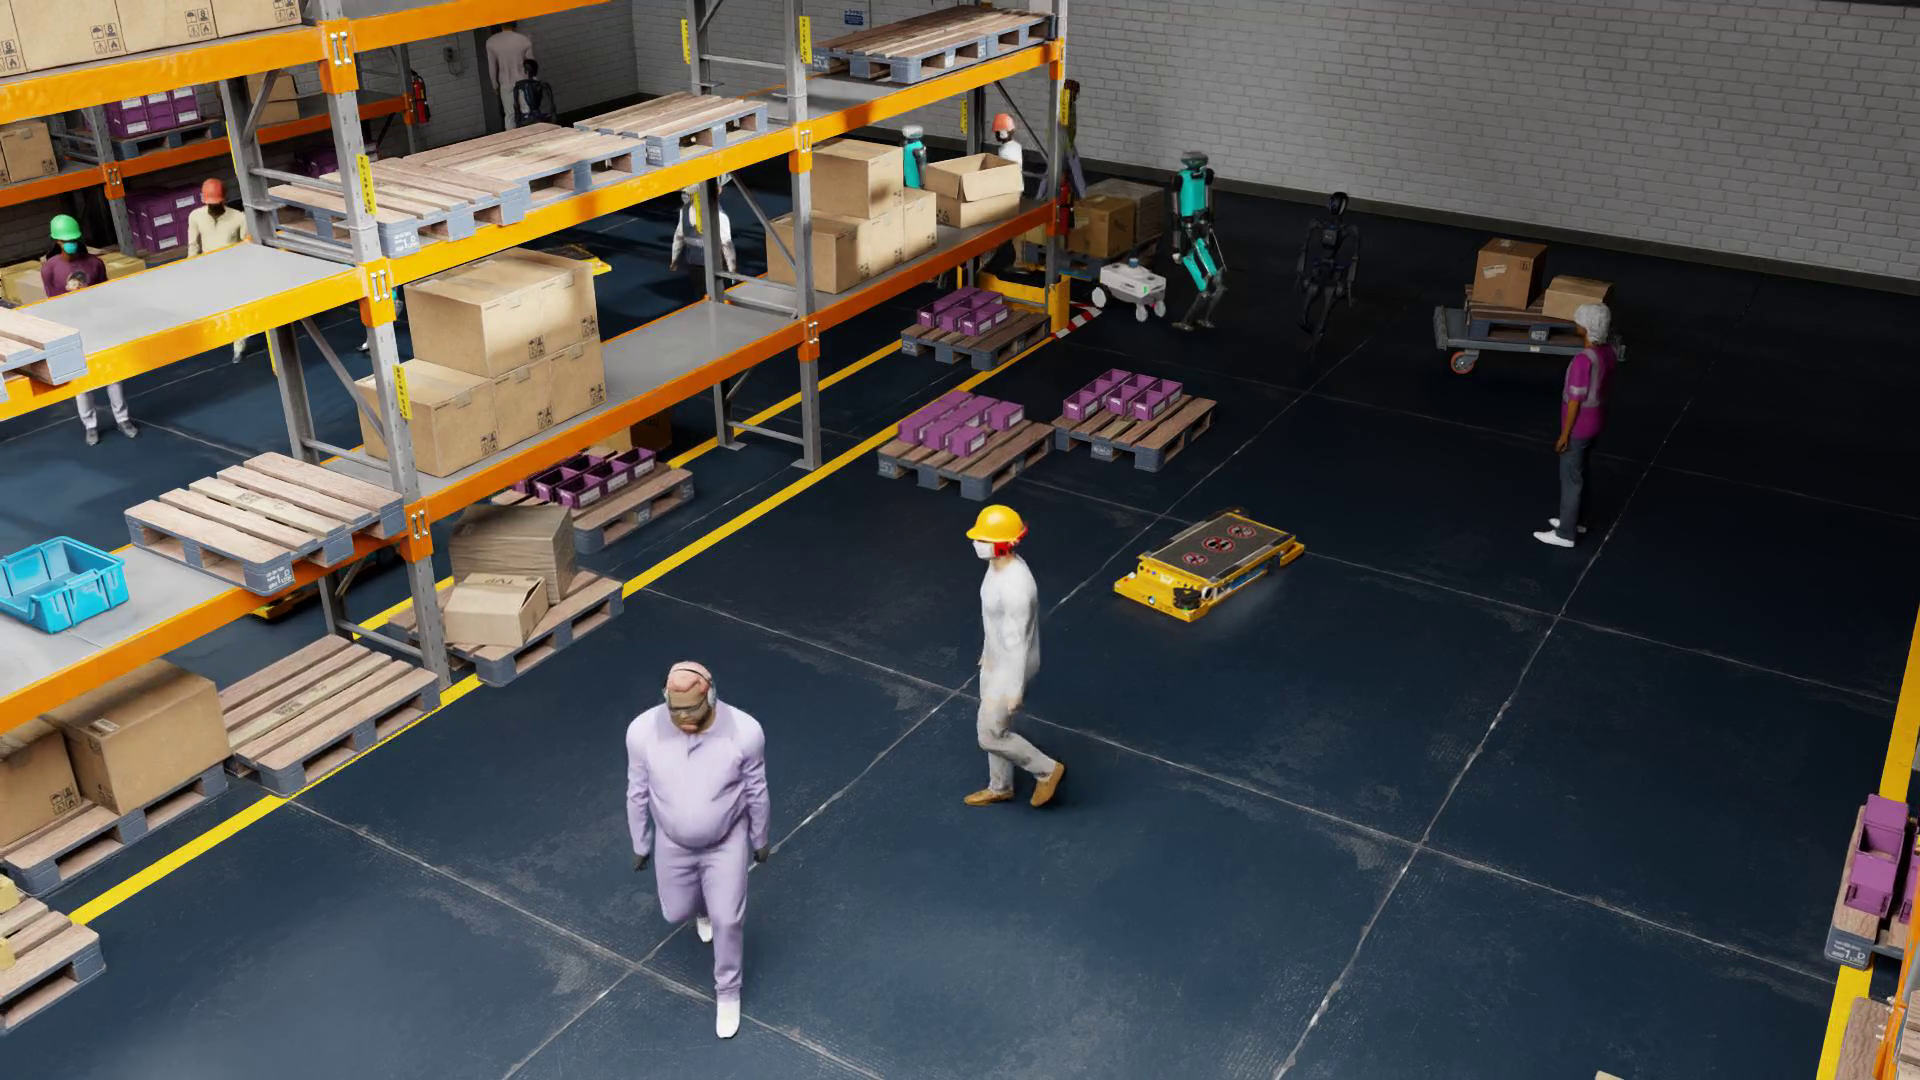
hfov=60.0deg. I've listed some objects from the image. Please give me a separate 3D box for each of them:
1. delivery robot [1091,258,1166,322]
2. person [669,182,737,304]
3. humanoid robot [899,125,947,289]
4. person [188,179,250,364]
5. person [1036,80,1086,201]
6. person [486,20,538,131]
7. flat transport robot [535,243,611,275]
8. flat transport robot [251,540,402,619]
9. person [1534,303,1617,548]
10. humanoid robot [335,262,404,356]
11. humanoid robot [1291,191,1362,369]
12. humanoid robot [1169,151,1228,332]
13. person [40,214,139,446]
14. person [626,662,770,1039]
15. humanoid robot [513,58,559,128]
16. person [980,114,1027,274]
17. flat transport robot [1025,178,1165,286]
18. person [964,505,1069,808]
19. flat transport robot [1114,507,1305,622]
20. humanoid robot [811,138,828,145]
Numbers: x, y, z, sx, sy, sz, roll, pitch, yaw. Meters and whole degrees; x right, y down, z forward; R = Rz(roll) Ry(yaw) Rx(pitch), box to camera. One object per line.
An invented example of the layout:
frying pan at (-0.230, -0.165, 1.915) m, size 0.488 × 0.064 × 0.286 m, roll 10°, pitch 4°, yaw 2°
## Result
delivery robot at (1.743, -2.577, 16.974) m, size 0.499 × 0.607 × 0.801 m, roll -20°, pitch 33°, yaw -34°
person at (-2.397, -2.627, 15.749) m, size 0.760 × 1.735 × 0.722 m, roll 17°, pitch 31°, yaw 29°
humanoid robot at (-0.264, -3.463, 17.412) m, size 0.700 × 1.794 × 0.533 m, roll -11°, pitch 29°, yaw -20°
person at (-6.914, -2.592, 15.691) m, size 0.596 × 1.721 × 0.742 m, roll 0°, pitch 27°, yaw 1°
person at (1.312, -4.754, 20.109) m, size 0.881 × 1.581 × 0.509 m, roll 13°, pitch 30°, yaw 23°
person at (-6.019, -6.162, 22.499) m, size 0.634 × 1.936 × 0.354 m, roll -3°, pitch 27°, yaw -7°
flat transport robot at (-4.563, -2.918, 17.947) m, size 1.431 × 0.231 × 0.659 m, roll -20°, pitch 33°, yaw -34°
flat transport robot at (-4.592, 0.124, 11.954) m, size 0.659 × 0.231 × 1.431 m, roll 16°, pitch 31°, yaw 28°
person at (4.517, -0.840, 12.125) m, size 0.372 × 1.833 × 0.513 m, roll 24°, pitch 36°, yaw 39°
humanoid robot at (-5.563, -2.609, 15.617) m, size 0.700 × 1.710 × 0.530 m, roll -24°, pitch 35°, yaw -38°
humanoid robot at (3.408, -2.428, 15.452) m, size 0.602 × 1.641 × 0.499 m, roll 14°, pitch 30°, yaw 25°
humanoid robot at (2.367, -2.848, 16.150) m, size 0.530 × 1.763 × 0.675 m, roll -19°, pitch 33°, yaw -33°
person at (-7.248, -1.758, 13.812) m, size 0.494 × 1.948 × 0.427 m, roll -18°, pitch 32°, yaw -31°
person at (-1.198, 1.353, 7.738) m, size 0.652 × 1.874 × 0.744 m, roll 0°, pitch 27°, yaw 0°
humanoid robot at (-5.332, -5.169, 20.830) m, size 0.615 × 1.637 × 0.571 m, roll 6°, pitch 28°, yaw 12°
person at (0.417, -3.723, 17.930) m, size 0.719 × 1.724 × 0.583 m, roll 10°, pitch 29°, yaw 19°
flat transport robot at (1.413, -2.983, 18.075) m, size 1.431 × 0.231 × 0.659 m, roll 20°, pitch 33°, yaw 34°
person at (0.281, 0.673, 9.090) m, size 0.495 × 1.881 × 0.606 m, roll -5°, pitch 27°, yaw -9°
flat transport robot at (1.801, 0.158, 11.886) m, size 0.659 × 0.231 × 1.431 m, roll 23°, pitch 35°, yaw 37°
humanoid robot at (-1.693, -4.055, 18.657) m, size 0.614 × 1.639 × 0.615 m, roll -11°, pitch 29°, yaw -20°
